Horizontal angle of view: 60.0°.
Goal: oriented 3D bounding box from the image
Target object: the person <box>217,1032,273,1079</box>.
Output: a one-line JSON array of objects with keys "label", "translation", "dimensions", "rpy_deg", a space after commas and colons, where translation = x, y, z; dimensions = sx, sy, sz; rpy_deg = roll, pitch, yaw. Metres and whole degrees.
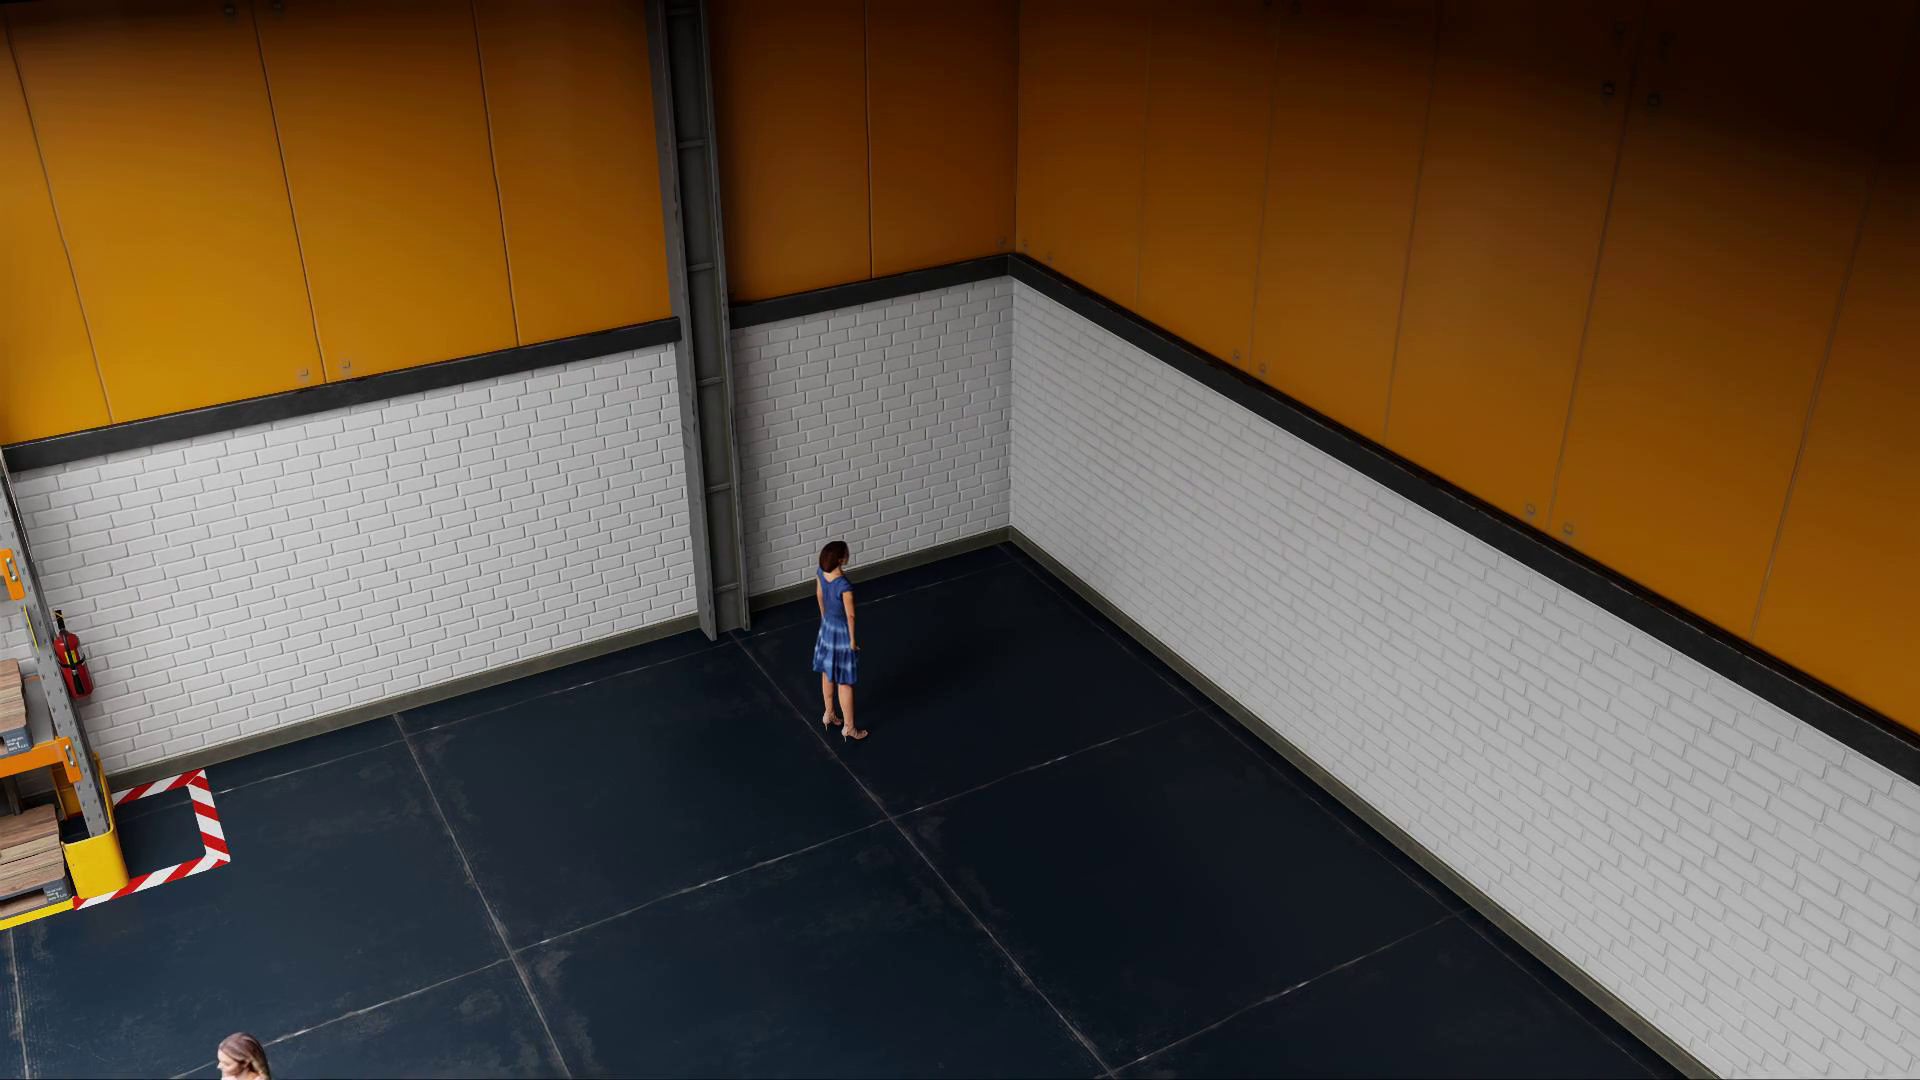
[{"label": "person", "translation": [-3.736, 3.292, 9.106], "dimensions": [1.110, 1.659, 0.698], "rpy_deg": [-21, 35, -33]}]

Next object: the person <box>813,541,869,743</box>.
[{"label": "person", "translation": [-0.975, 0.808, 13.508], "dimensions": [0.629, 1.805, 0.703], "rpy_deg": [-21, 35, -33]}]
